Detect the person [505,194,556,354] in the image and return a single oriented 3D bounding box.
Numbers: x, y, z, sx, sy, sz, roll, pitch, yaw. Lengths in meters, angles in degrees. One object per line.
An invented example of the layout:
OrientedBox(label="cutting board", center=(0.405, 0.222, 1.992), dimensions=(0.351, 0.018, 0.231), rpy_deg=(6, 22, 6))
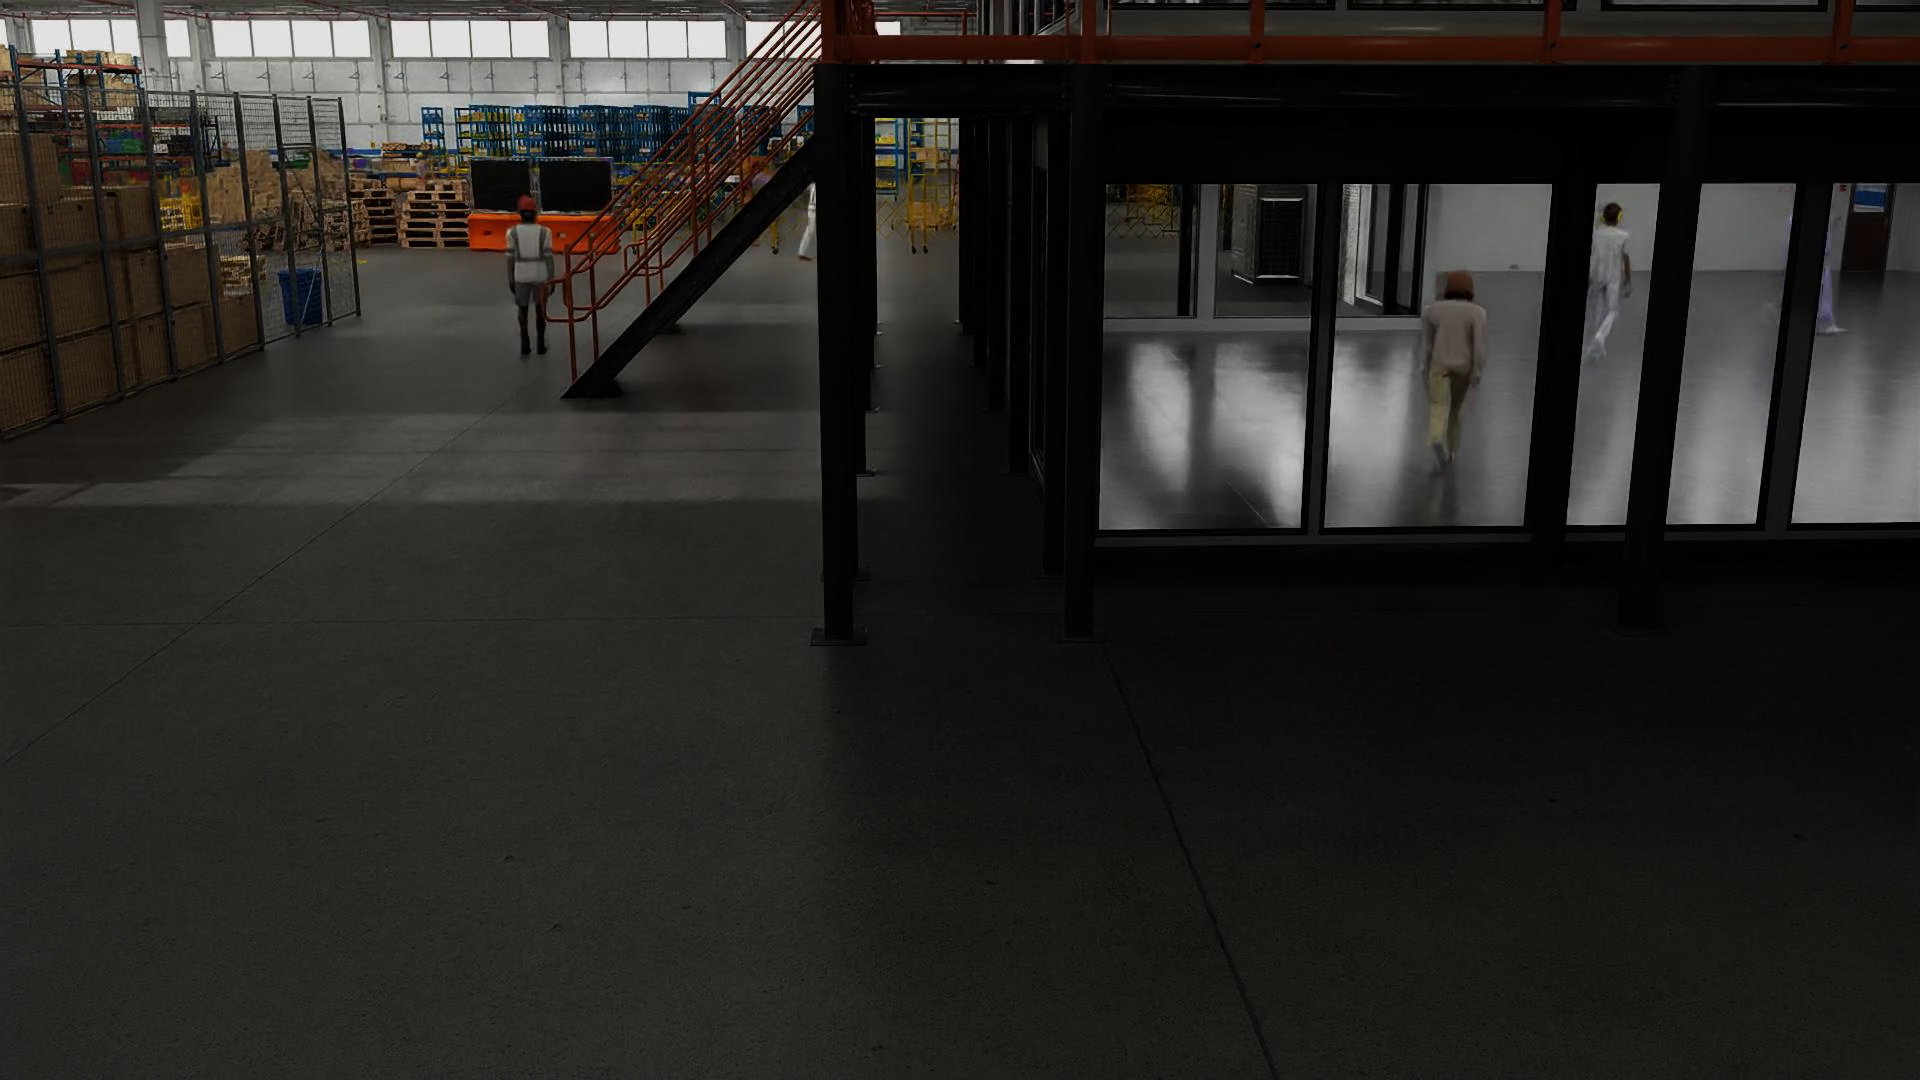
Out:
OrientedBox(label="person", center=(-5.129, -3.158, 19.915), dimensions=(0.569, 1.924, 0.538), rpy_deg=(-3, 14, -11))

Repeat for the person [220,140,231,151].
OrientedBox(label="person", center=(-37.393, -19.388, 84.716), dimensions=(0.628, 1.954, 1.003), rpy_deg=(-8, 16, -29))

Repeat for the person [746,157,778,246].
OrientedBox(label="person", center=(-4.532, -7.670, 37.755), dimensions=(0.700, 2.020, 0.617), rpy_deg=(9, 16, 31))

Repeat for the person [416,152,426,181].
OrientedBox(label="person", center=(-19.424, -13.148, 60.157), dimensions=(0.560, 1.752, 0.538), rpy_deg=(-7, 16, -26))

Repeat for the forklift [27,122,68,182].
OrientedBox(label="forklift", center=(-35.376, -14.773, 64.377), dimensions=(1.129, 2.768, 1.873), rpy_deg=(-1, 14, -2))

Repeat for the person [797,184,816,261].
OrientedBox(label="person", center=(-2.869, -6.555, 33.677), dimensions=(0.989, 1.825, 0.579), rpy_deg=(-2, 14, -9))

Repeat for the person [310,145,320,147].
OrientedBox(label="person", center=(-36.256, -21.537, 93.545), dimensions=(0.642, 1.831, 0.431), rpy_deg=(-1, 14, -3))
